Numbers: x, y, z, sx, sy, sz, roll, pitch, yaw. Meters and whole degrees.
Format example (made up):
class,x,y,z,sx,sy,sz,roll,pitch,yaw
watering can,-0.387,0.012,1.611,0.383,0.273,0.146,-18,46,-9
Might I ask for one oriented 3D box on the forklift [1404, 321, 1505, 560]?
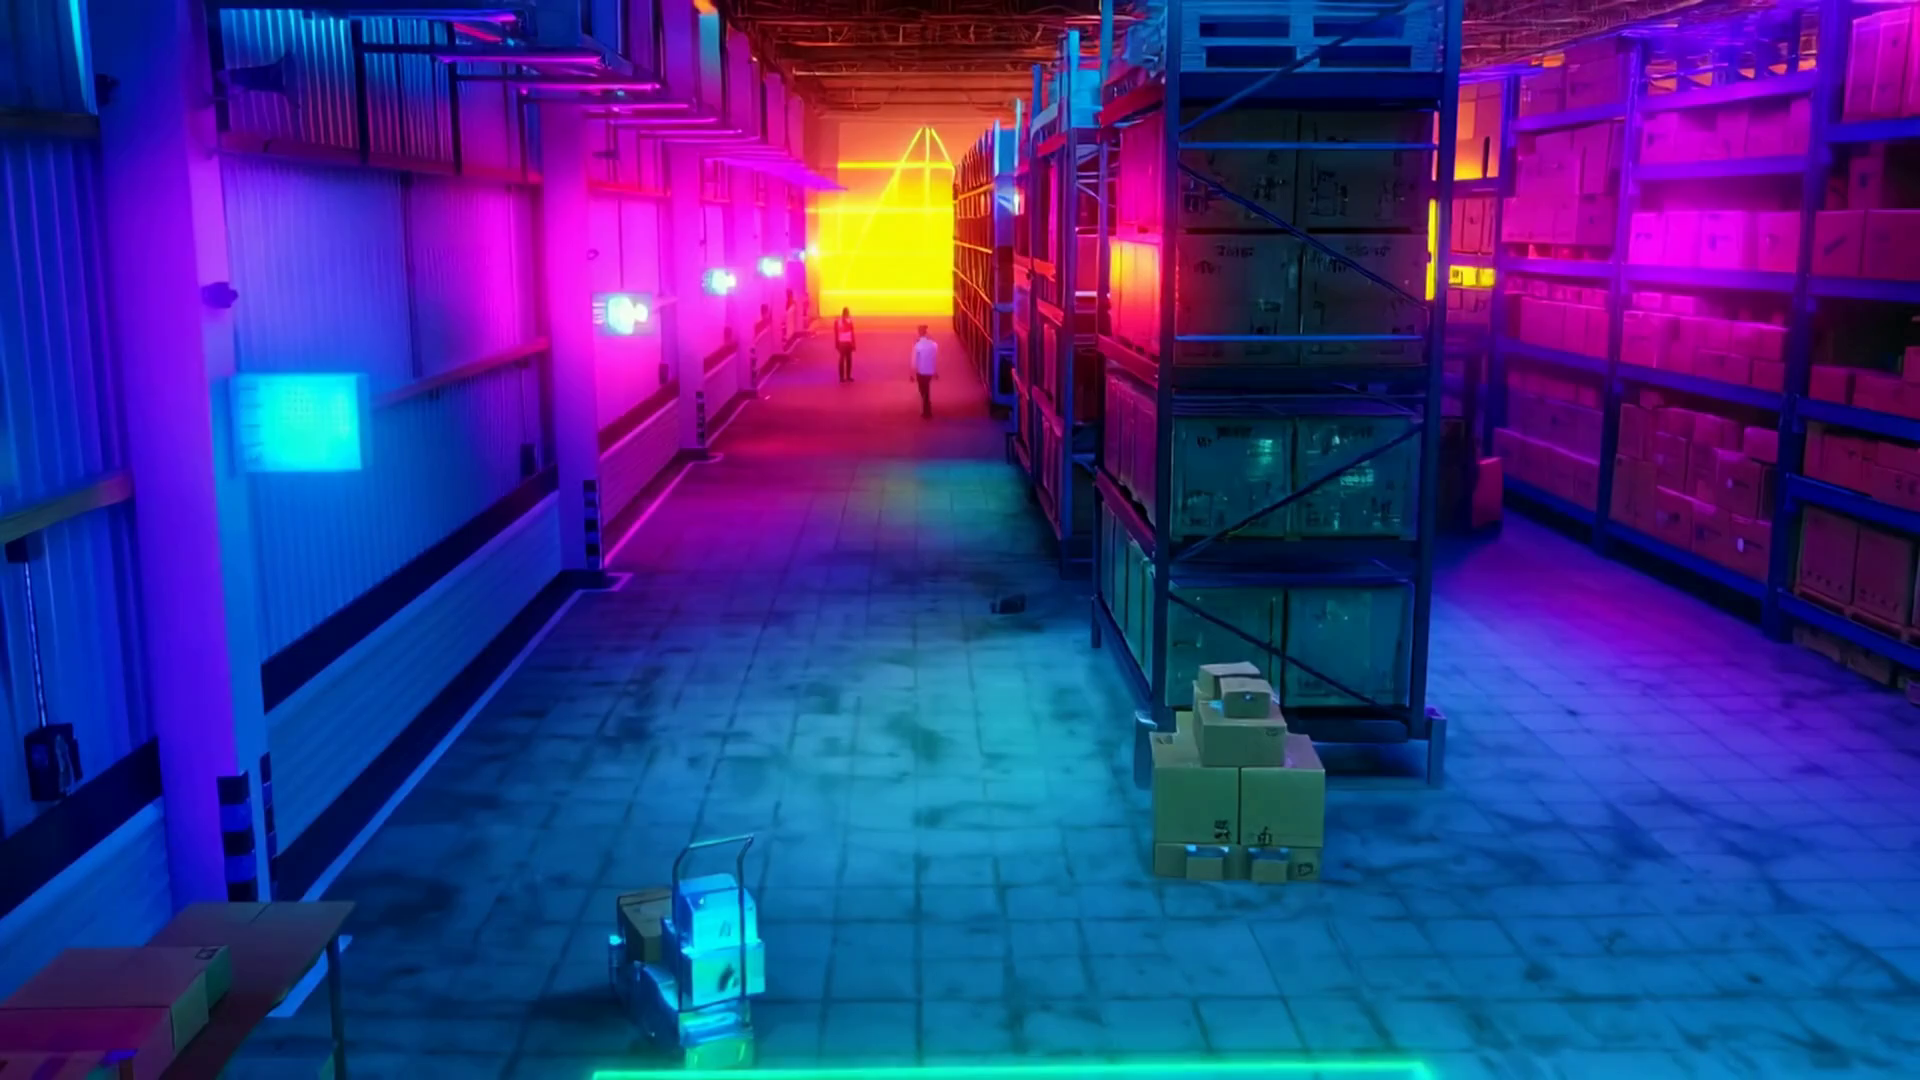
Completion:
class,x,y,z,sx,sy,sz,roll,pitch,yaw
forklift,5.979,-1.311,20.668,1.129,2.768,1.873,9,14,38

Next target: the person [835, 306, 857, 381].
class,x,y,z,sx,sy,sz,roll,pitch,yaw
person,-2.919,-5.010,42.454,0.586,1.913,0.398,-6,12,-29

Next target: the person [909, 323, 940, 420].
class,x,y,z,sx,sy,sz,roll,pitch,yaw
person,-0.778,-3.466,34.244,0.647,1.969,0.661,-9,14,-40
